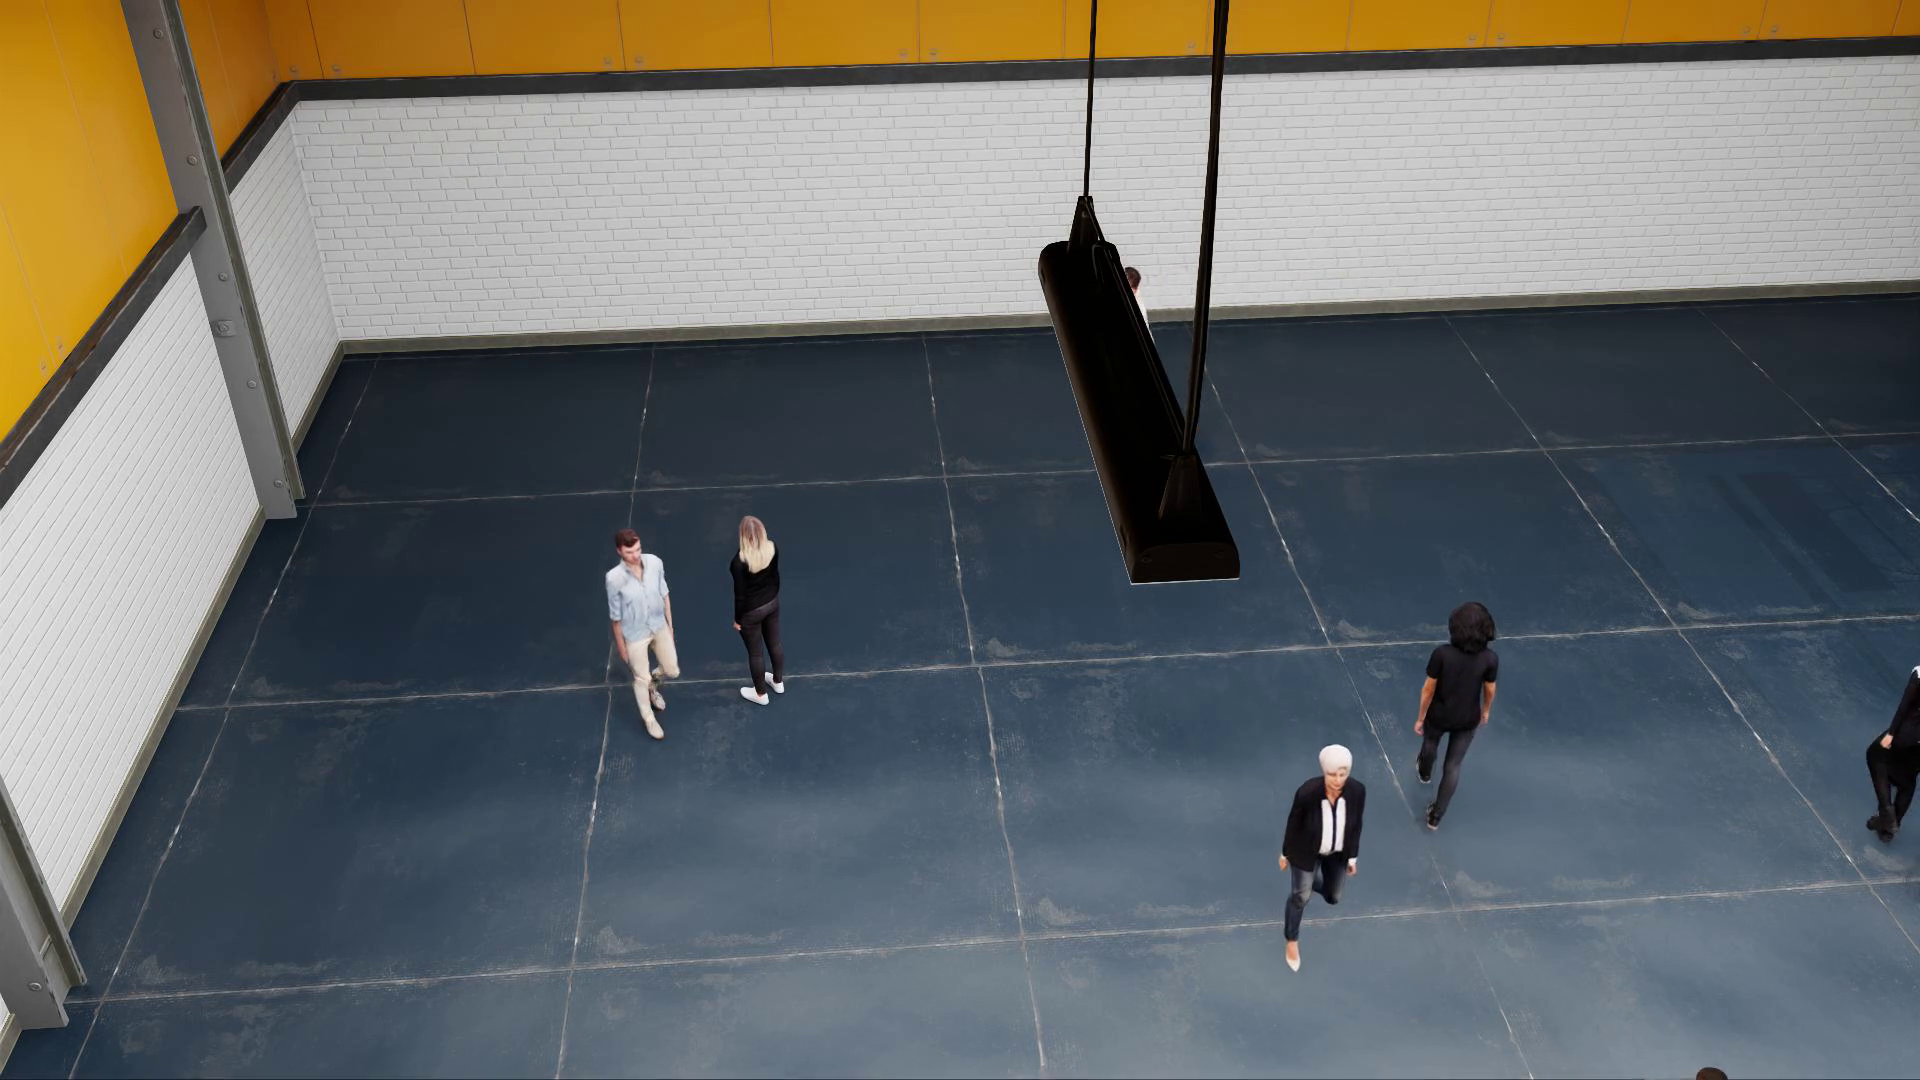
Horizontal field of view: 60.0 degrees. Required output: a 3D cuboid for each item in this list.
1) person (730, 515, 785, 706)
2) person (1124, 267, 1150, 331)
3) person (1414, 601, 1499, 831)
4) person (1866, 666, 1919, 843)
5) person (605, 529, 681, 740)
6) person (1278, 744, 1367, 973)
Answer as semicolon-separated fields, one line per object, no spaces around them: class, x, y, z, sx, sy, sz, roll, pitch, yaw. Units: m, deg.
person;-1.562;0.540;12.913;0.740;1.686;0.690;27;42;34
person;1.765;-1.823;16.328;0.799;1.841;0.679;2;34;3
person;3.466;1.282;11.687;0.863;1.808;1.072;7;34;11
person;6.661;1.426;11.510;0.603;1.764;0.627;-3;34;-5
person;-2.437;0.651;12.612;0.819;1.835;0.873;-23;40;-31
person;2.230;1.941;10.589;0.737;1.763;0.830;-2;34;-2
